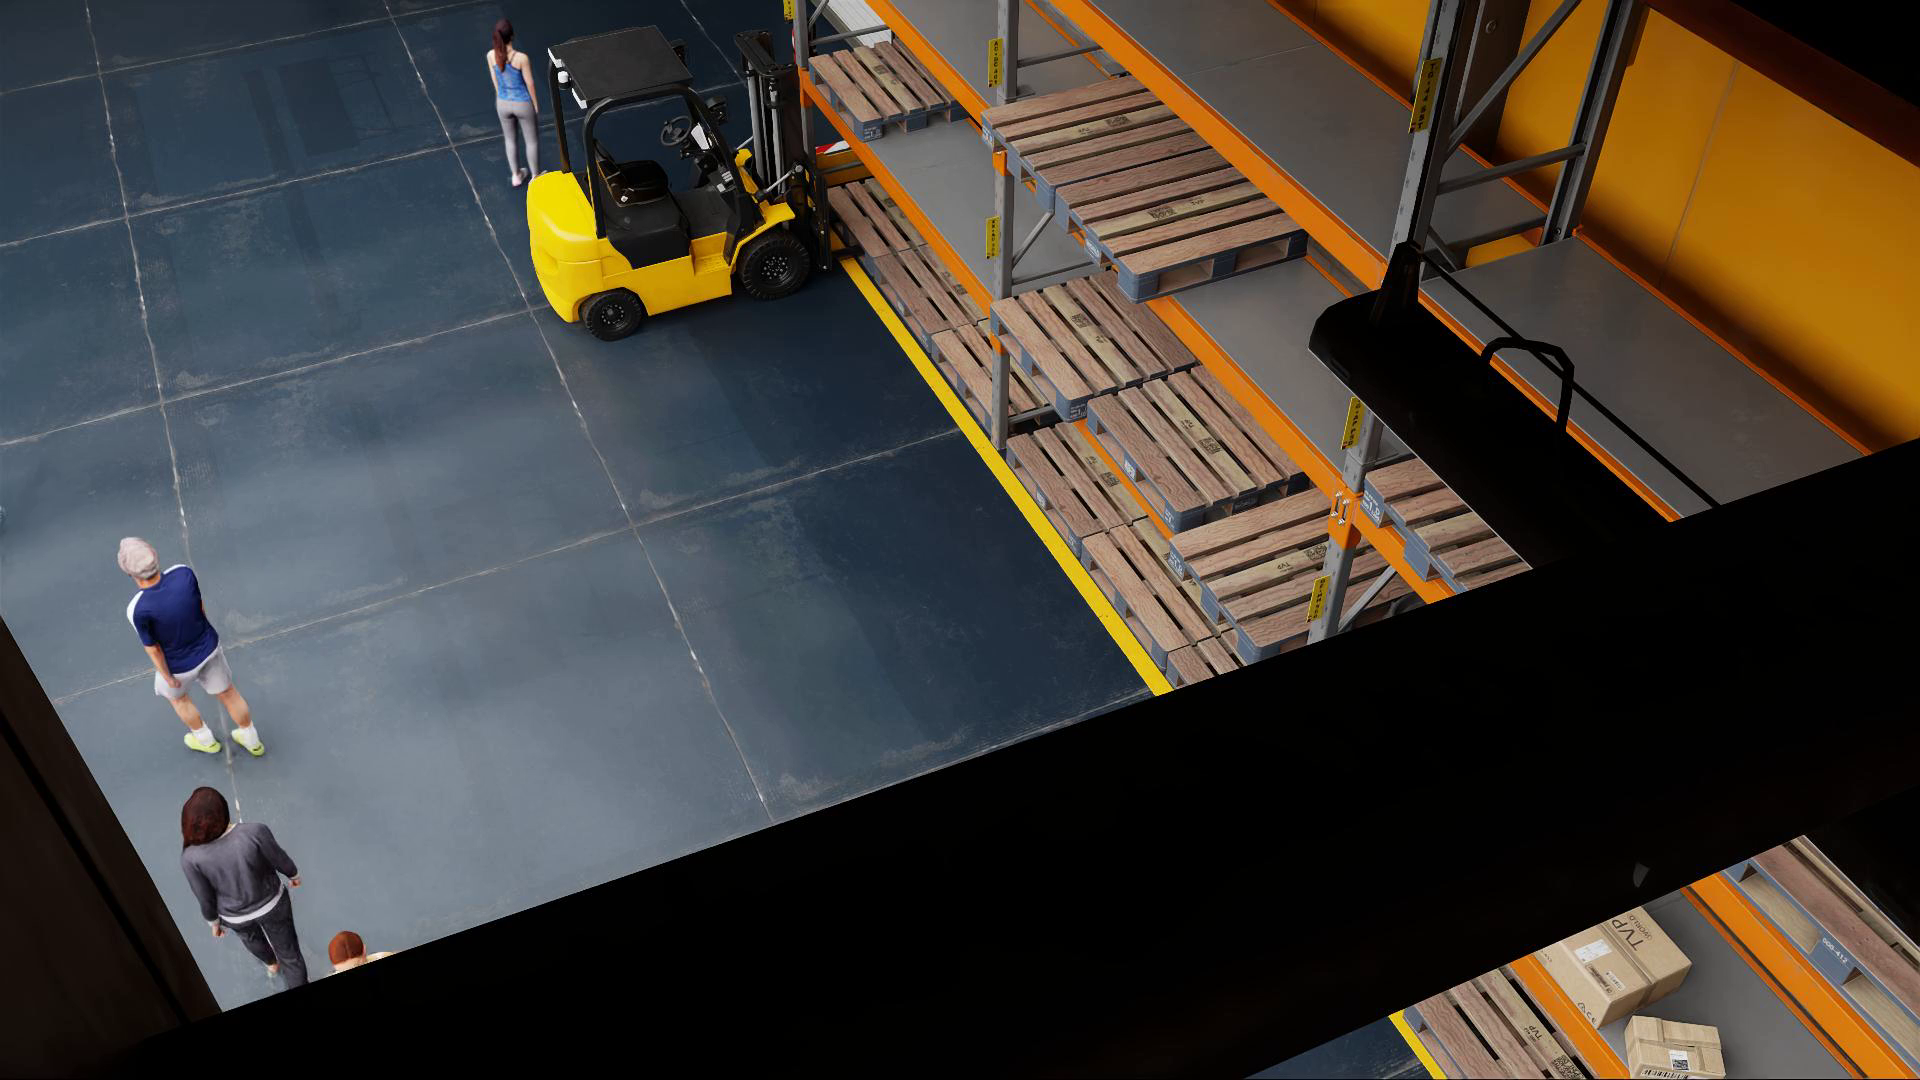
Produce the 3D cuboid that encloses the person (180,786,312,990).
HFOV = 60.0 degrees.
[{"bbox_3d":[-3.741,1.994,8.826,0.636,1.748,0.836,-18,46,-18],"label":"person"}]

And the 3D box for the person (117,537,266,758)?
[{"bbox_3d":[-4.629,0.719,10.116,0.892,1.816,0.827,25,49,24],"label":"person"}]

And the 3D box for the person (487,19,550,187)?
[{"bbox_3d":[-4.062,-3.976,15.194,0.637,1.608,0.670,6,44,6],"label":"person"}]

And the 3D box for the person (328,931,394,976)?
[{"bbox_3d":[-2.909,2.414,8.481,0.629,1.615,1.005,-23,48,-22],"label":"person"}]
